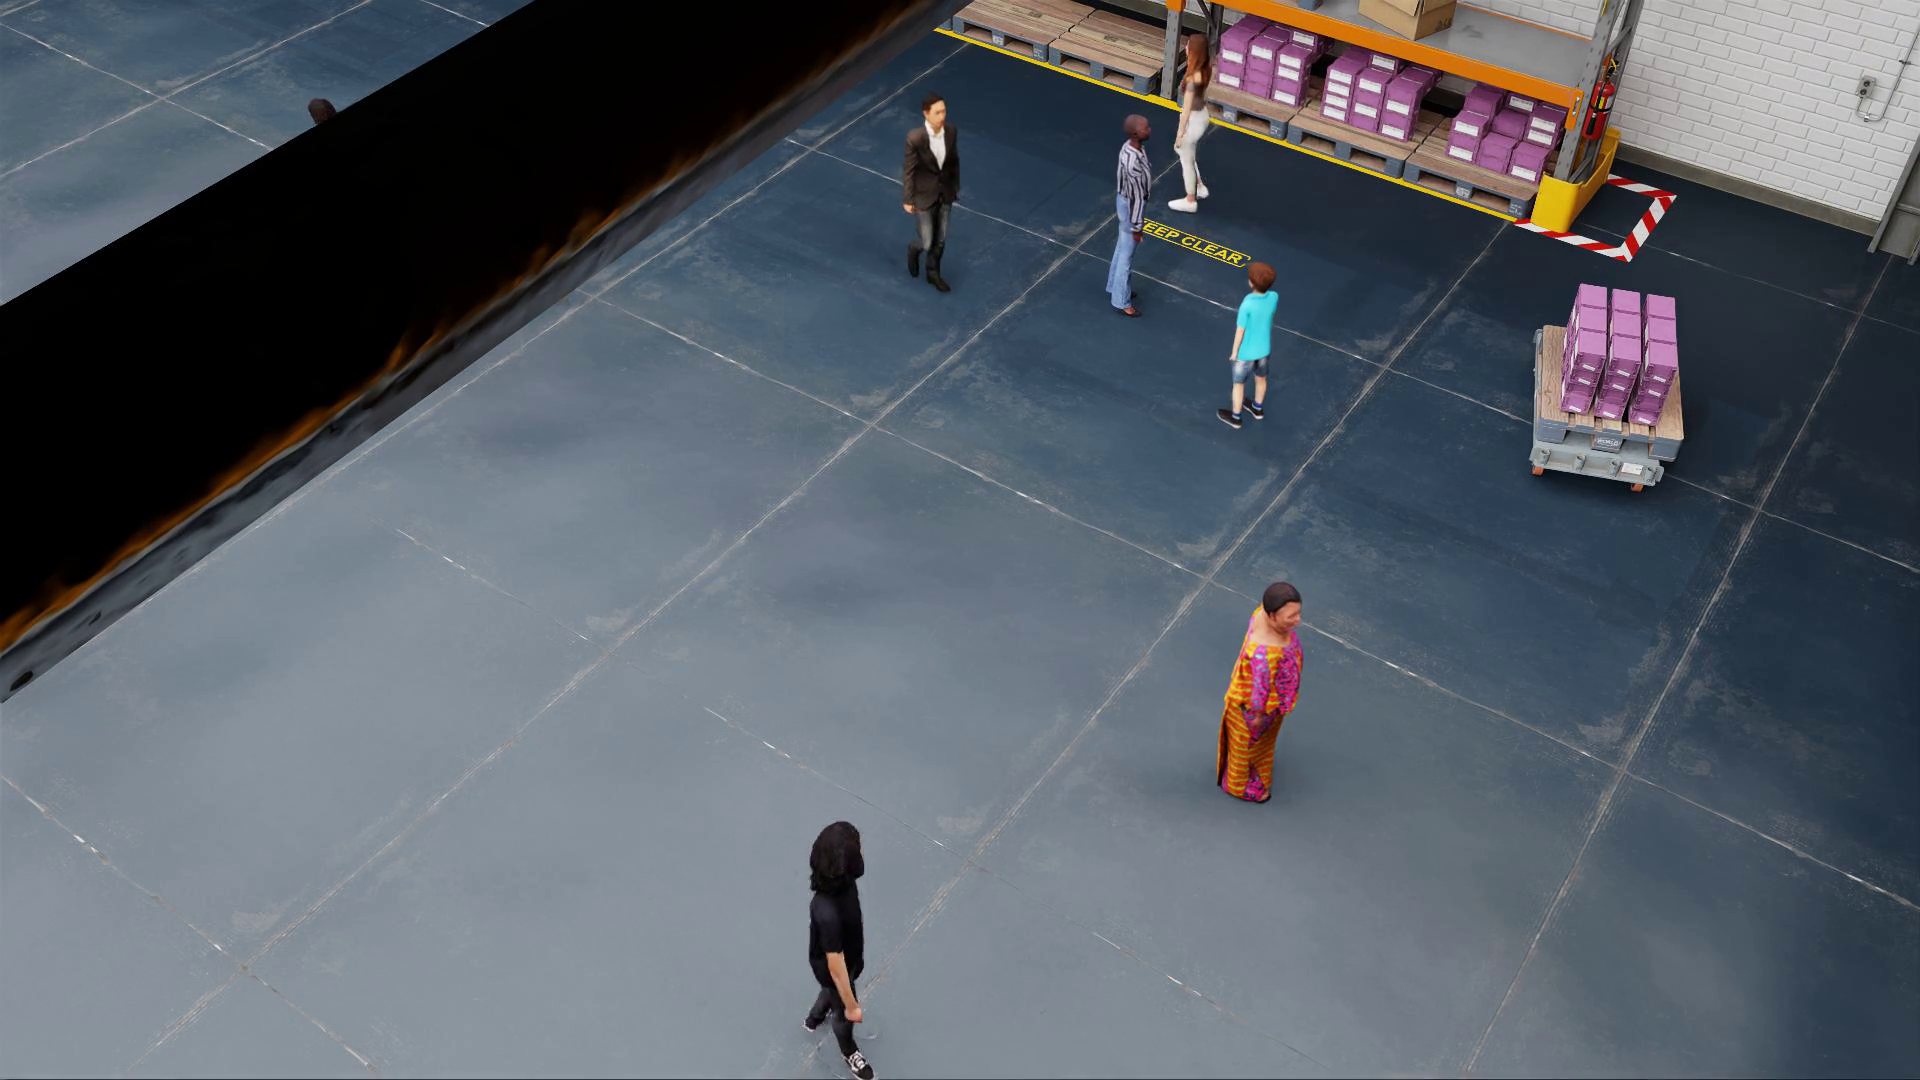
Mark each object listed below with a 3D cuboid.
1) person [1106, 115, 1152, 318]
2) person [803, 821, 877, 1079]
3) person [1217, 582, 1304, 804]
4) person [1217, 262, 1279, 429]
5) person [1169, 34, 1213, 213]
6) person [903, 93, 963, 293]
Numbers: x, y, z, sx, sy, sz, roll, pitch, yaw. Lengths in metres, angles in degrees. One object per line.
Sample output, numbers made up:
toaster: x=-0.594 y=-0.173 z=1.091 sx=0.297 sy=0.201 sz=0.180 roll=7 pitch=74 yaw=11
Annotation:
person: x=1.394 y=-2.669 z=13.625 sx=0.718 sy=1.795 sz=0.698 roll=0 pitch=44 yaw=0
person: x=-0.642 y=2.133 z=8.575 sx=0.870 sy=1.808 sz=0.877 roll=13 pitch=45 yaw=13
person: x=1.822 y=0.877 z=9.980 sx=0.774 sy=1.688 sz=0.742 roll=9 pitch=44 yaw=9
person: x=2.233 y=-1.482 z=12.629 sx=0.608 sy=1.449 sz=0.611 roll=-22 pitch=48 yaw=-21
person: x=2.145 y=-3.651 z=14.712 sx=0.662 sy=1.716 sz=0.659 roll=19 pitch=47 yaw=19
person: x=-0.290 y=-2.926 z=13.895 sx=0.806 sy=1.794 sz=0.848 roll=-25 pitch=49 yaw=-24
